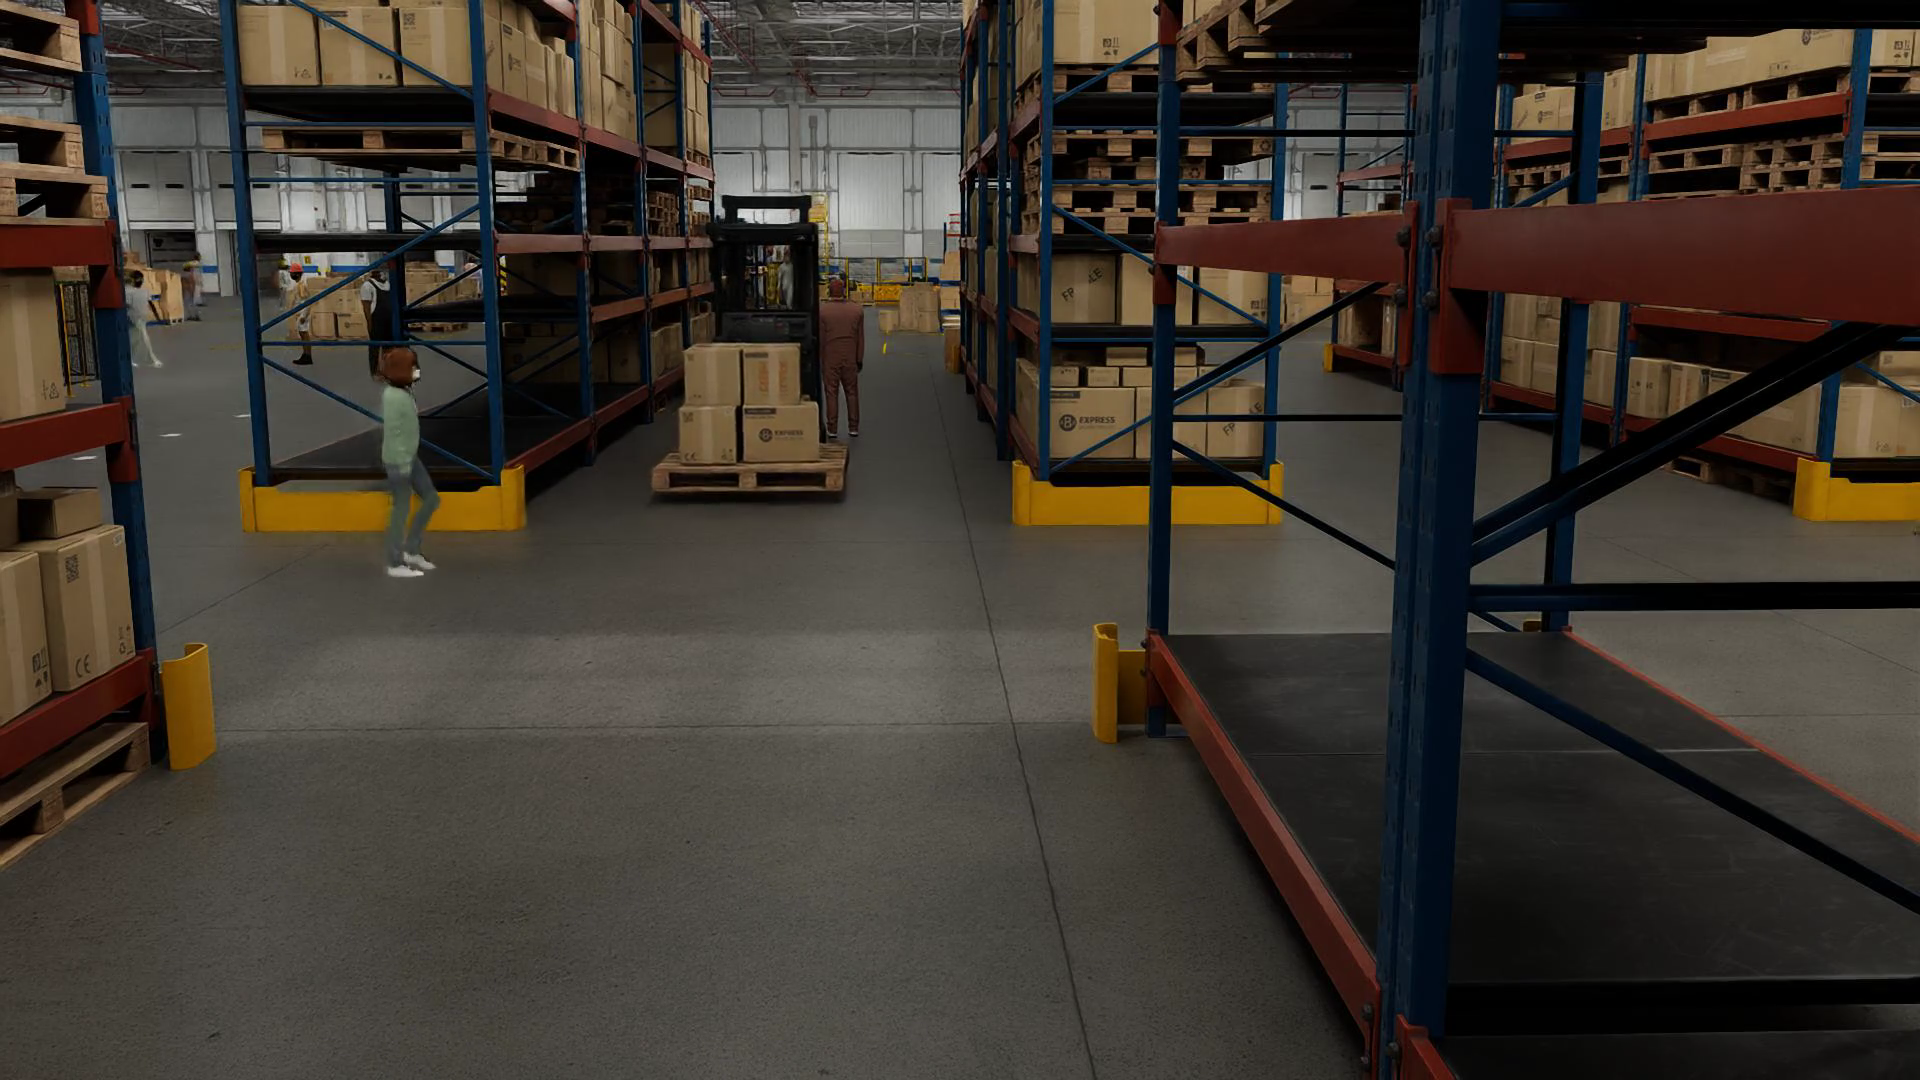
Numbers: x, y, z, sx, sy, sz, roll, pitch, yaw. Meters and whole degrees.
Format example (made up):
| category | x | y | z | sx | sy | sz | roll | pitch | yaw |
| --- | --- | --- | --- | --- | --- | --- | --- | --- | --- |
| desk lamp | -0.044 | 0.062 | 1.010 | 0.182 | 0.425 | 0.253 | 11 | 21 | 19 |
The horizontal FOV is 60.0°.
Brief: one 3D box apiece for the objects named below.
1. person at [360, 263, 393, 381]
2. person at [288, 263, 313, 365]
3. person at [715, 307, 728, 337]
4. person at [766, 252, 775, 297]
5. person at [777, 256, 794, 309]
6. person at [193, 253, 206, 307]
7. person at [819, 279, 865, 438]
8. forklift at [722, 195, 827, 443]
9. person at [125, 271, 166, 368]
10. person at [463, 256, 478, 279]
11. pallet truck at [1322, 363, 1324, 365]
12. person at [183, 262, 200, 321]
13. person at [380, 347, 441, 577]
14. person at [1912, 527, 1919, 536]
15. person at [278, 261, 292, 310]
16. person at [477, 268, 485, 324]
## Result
| category | x | y | z | sx | sy | sz | roll | pitch | yaw |
| --- | --- | --- | --- | --- | --- | --- | --- | --- | --- |
| person | -9.790 | -3.737 | 28.278 | 0.536 | 2.000 | 0.682 | 6 | 12 | 29 |
| person | -12.630 | -4.322 | 31.822 | 0.362 | 1.939 | 0.542 | -6 | 12 | -30 |
| person | -2.457 | -1.790 | 18.389 | 0.530 | 1.697 | 0.321 | -6 | 12 | -29 |
| person | -7.711 | -10.729 | 67.547 | 0.389 | 1.938 | 0.551 | -1 | 10 | -3 |
| person | -5.391 | -7.958 | 52.230 | 0.634 | 1.898 | 1.018 | 4 | 11 | 22 |
| person | -27.541 | -9.411 | 60.174 | 0.354 | 1.937 | 0.635 | -4 | 11 | -21 |
| person | -1.465 | -2.177 | 19.972 | 0.645 | 1.903 | 0.400 | -5 | 11 | -26 |
| forklift | -2.027 | -2.269 | 17.763 | 1.129 | 2.768 | 1.873 | 0 | 10 | -2 |
| person | -15.314 | -4.116 | 31.047 | 1.008 | 1.817 | 0.526 | 3 | 11 | 18 |
| person | -16.920 | -8.922 | 57.758 | 0.652 | 1.838 | 0.429 | 4 | 11 | 19 |
| pallet truck | 7.712 | -4.157 | 30.737 | 1.885 | 1.965 | 0.823 | 3 | 11 | 16 |
| person | -22.869 | -7.358 | 49.255 | 0.598 | 1.741 | 0.541 | -3 | 11 | -17 |
| person | -3.841 | -0.535 | 11.619 | 0.434 | 1.616 | 0.521 | -1 | 10 | -4 |
| person | 7.896 | -1.006 | 13.096 | 0.510 | 2.024 | 0.627 | -1 | 10 | -3 |
| person | -23.092 | -8.699 | 56.895 | 0.911 | 1.697 | 0.496 | 6 | 12 | 30 |
| person | -13.435 | -7.093 | 47.330 | 0.585 | 1.918 | 0.399 | -3 | 11 | -18 |
